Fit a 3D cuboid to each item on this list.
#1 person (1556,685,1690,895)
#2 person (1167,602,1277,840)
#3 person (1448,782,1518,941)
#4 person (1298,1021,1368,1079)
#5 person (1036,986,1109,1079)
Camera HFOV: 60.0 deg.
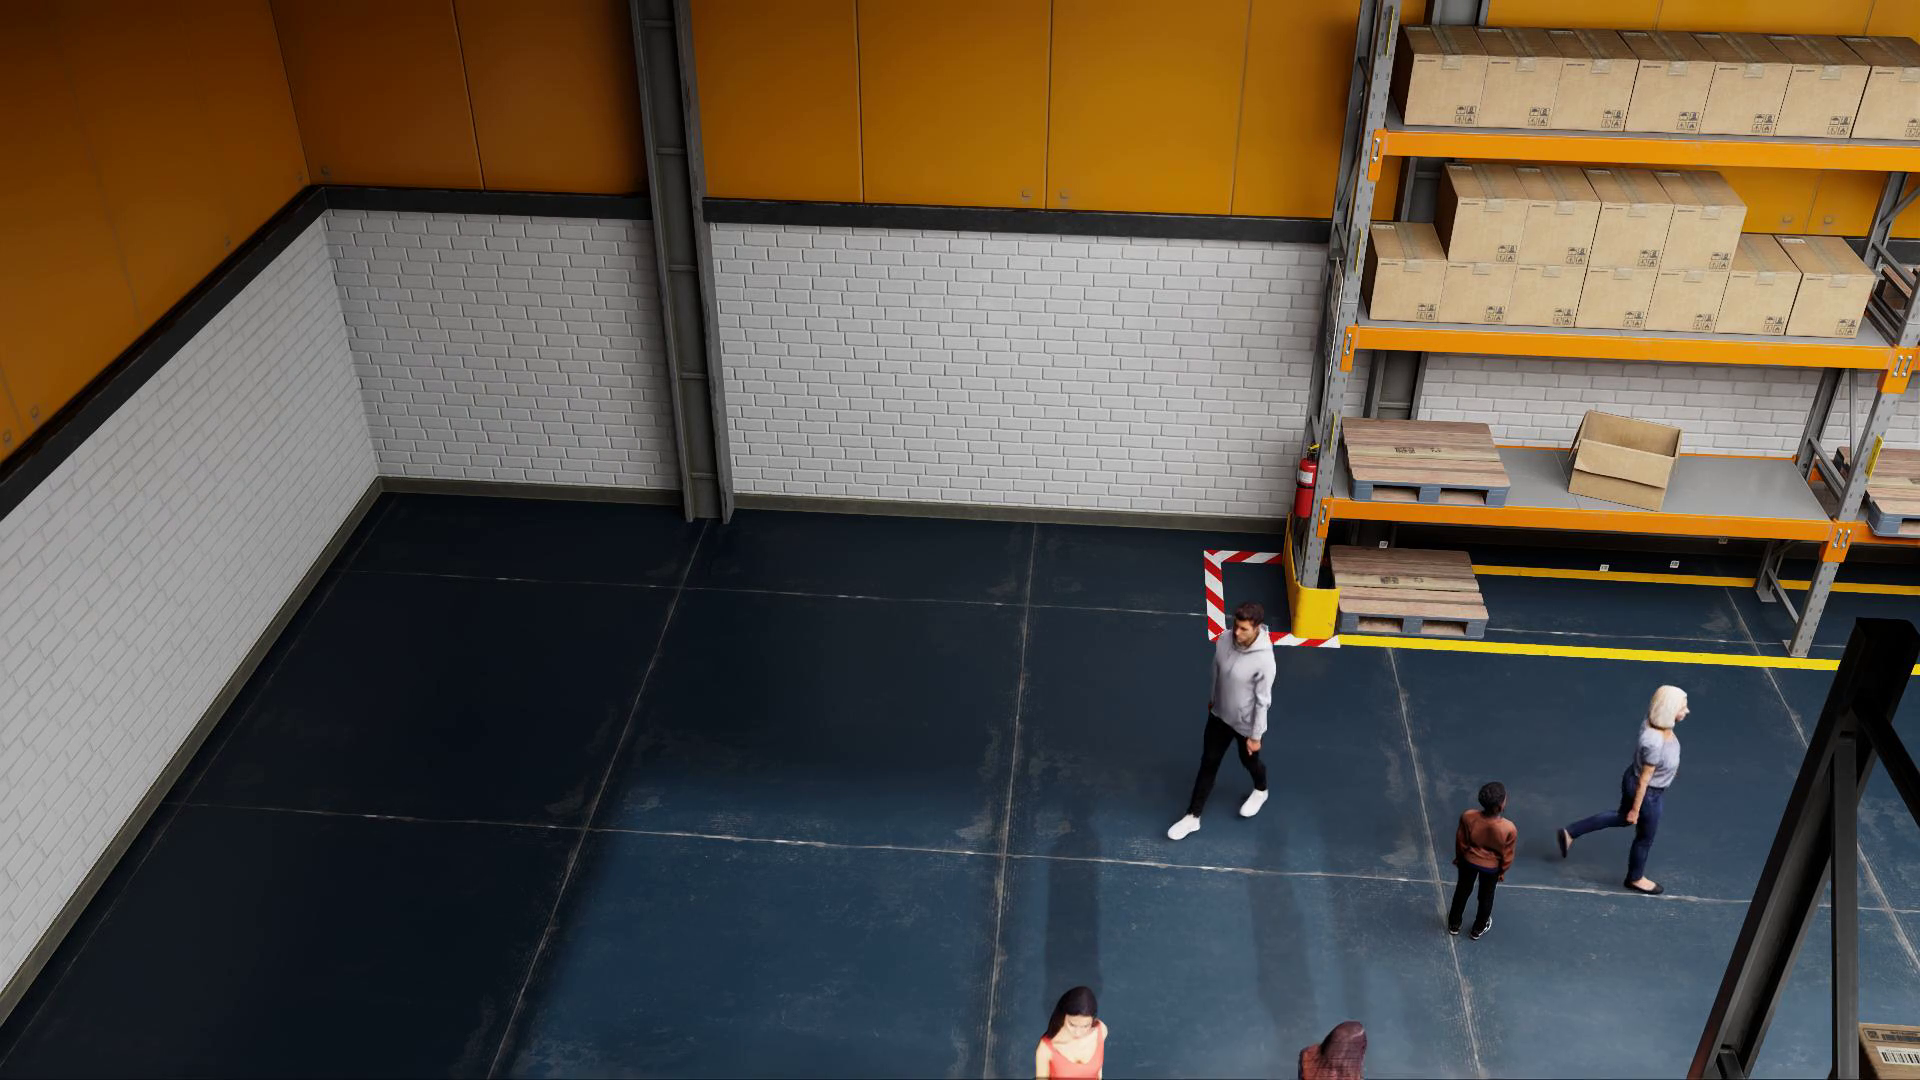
[{"bbox_3d":[4.437,1.622,11.013,1.040,1.707,0.742,12,35,17],"label":"person"},{"bbox_3d":[1.990,1.197,11.492,1.210,1.885,1.177,-27,42,-34],"label":"person"},{"bbox_3d":[3.360,2.073,10.742,0.513,1.256,0.638,15,37,22],"label":"person"},{"bbox_3d":[1.916,3.162,8.794,0.882,1.597,0.814,-22,39,-29],"label":"person"},{"bbox_3d":[0.578,3.015,8.907,0.630,1.718,0.726,-16,37,-22],"label":"person"}]
